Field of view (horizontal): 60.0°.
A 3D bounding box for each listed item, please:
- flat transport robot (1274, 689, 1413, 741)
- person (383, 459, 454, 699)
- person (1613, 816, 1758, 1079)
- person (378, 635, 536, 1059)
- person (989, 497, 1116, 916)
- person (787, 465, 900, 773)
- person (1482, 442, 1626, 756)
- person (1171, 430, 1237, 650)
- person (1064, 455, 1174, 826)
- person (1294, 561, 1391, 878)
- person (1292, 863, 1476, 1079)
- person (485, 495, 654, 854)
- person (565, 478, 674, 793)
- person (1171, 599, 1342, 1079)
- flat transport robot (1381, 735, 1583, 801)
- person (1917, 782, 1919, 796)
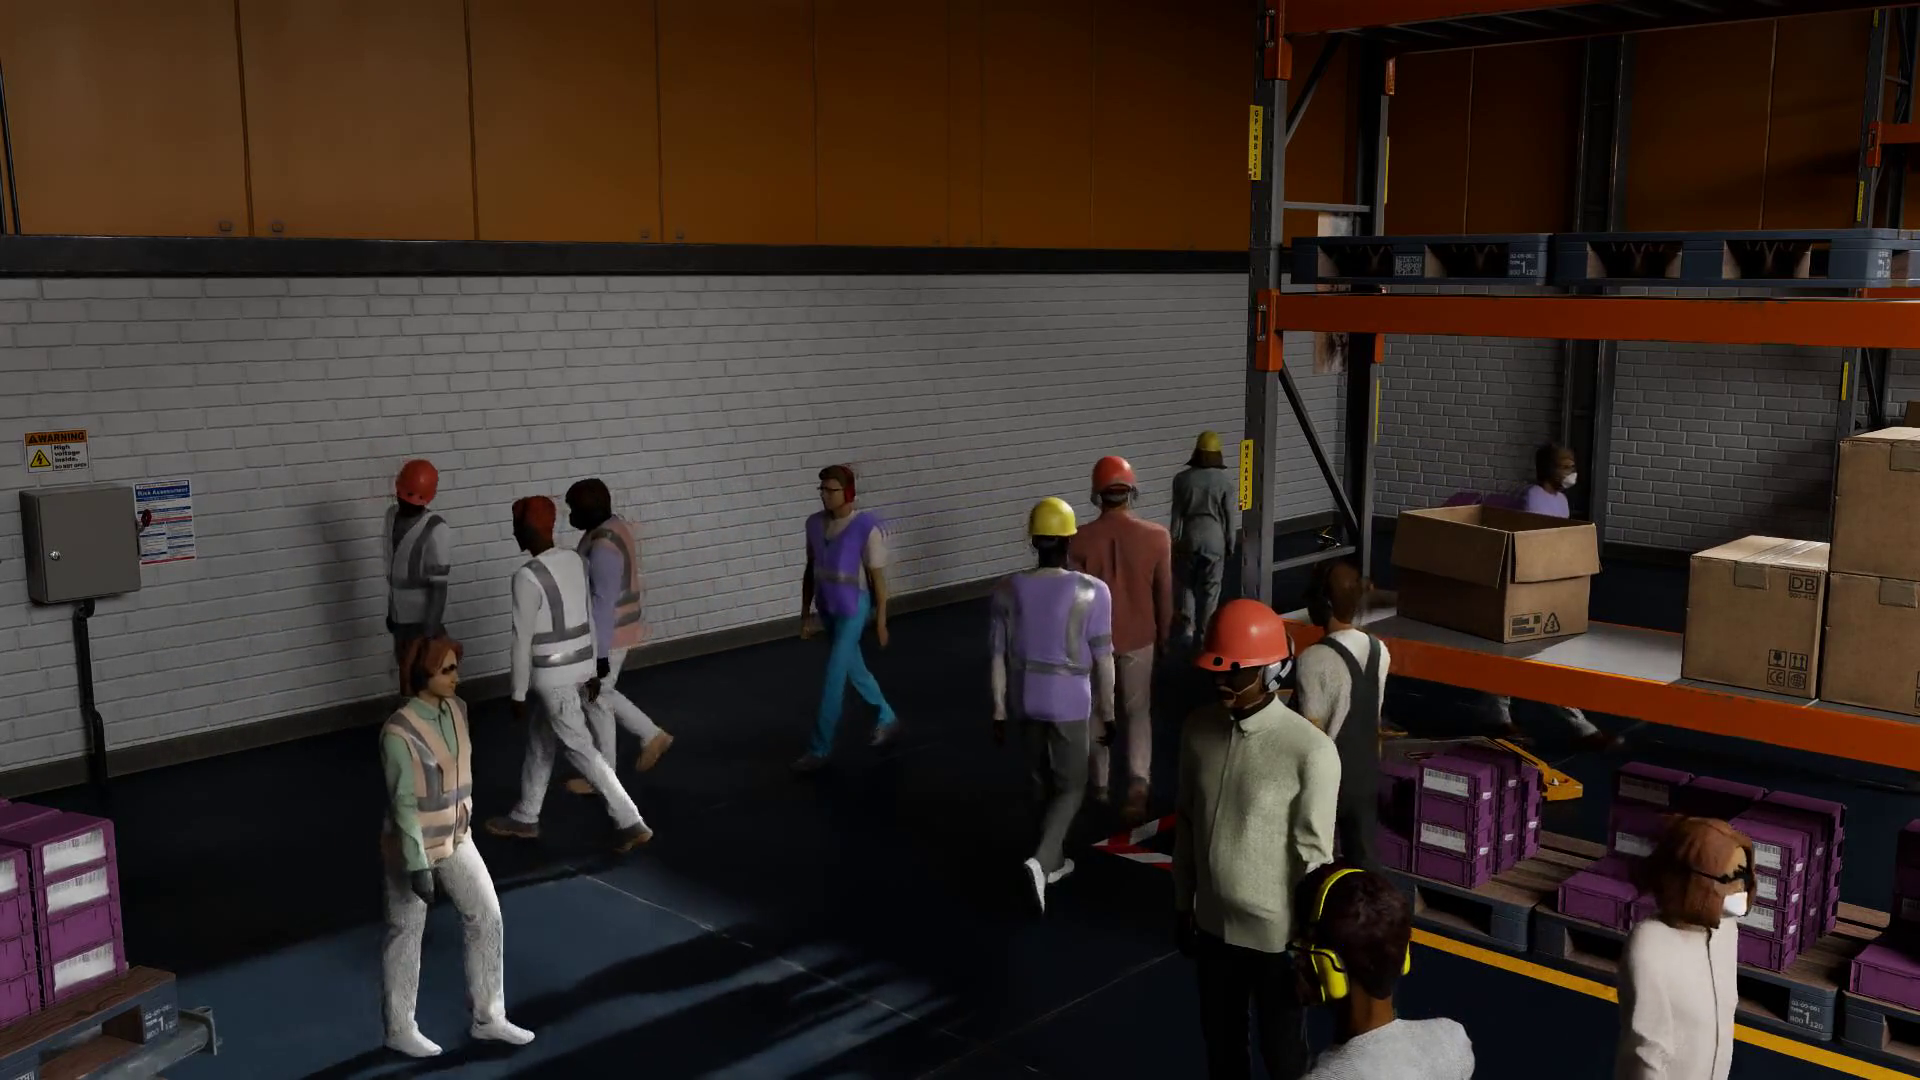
[{"bbox_3d":[2.224,1.144,10.310,0.652,0.197,1.431,-2,9,-10],"label":"flat transport robot"},{"bbox_3d":[-3.184,0.451,9.667,0.667,1.885,0.370,8,12,40],"label":"person"},{"bbox_3d":[1.775,1.458,4.302,0.485,1.604,0.777,-6,11,-34],"label":"person"},{"bbox_3d":[-1.880,1.152,6.150,0.686,1.613,0.548,3,10,15],"label":"person"},{"bbox_3d":[0.403,0.756,7.700,0.597,1.907,0.792,4,10,25],"label":"person"},{"bbox_3d":[-0.677,0.431,9.993,0.583,1.807,0.959,9,13,42],"label":"person"},{"bbox_3d":[3.661,0.360,10.131,0.956,1.897,0.661,6,11,33],"label":"person"},{"bbox_3d":[1.869,0.021,12.736,0.500,1.727,0.360,3,10,16],"label":"person"},{"bbox_3d":[0.855,0.535,8.912,0.619,1.962,0.918,0,9,1],"label":"person"},{"bbox_3d":[1.420,0.968,6.685,0.545,1.804,0.939,-6,11,-33],"label":"person"},{"bbox_3d":[0.741,1.519,3.154,0.517,1.862,0.327,-7,12,-38],"label":"person"},{"bbox_3d":[-1.983,0.683,8.390,0.989,1.839,0.584,3,10,16],"label":"person"},{"bbox_3d":[-1.953,0.542,9.301,0.525,1.812,0.651,-1,9,-6],"label":"person"},{"bbox_3d":[0.864,1.151,5.042,0.404,1.987,0.608,-8,12,-39],"label":"person"},{"bbox_3d":[2.675,1.300,9.352,1.431,0.197,0.652,-2,9,-10],"label":"flat transport robot"},{"bbox_3d":[5.619,0.669,9.072,0.625,1.612,0.546,6,11,34],"label":"person"}]
